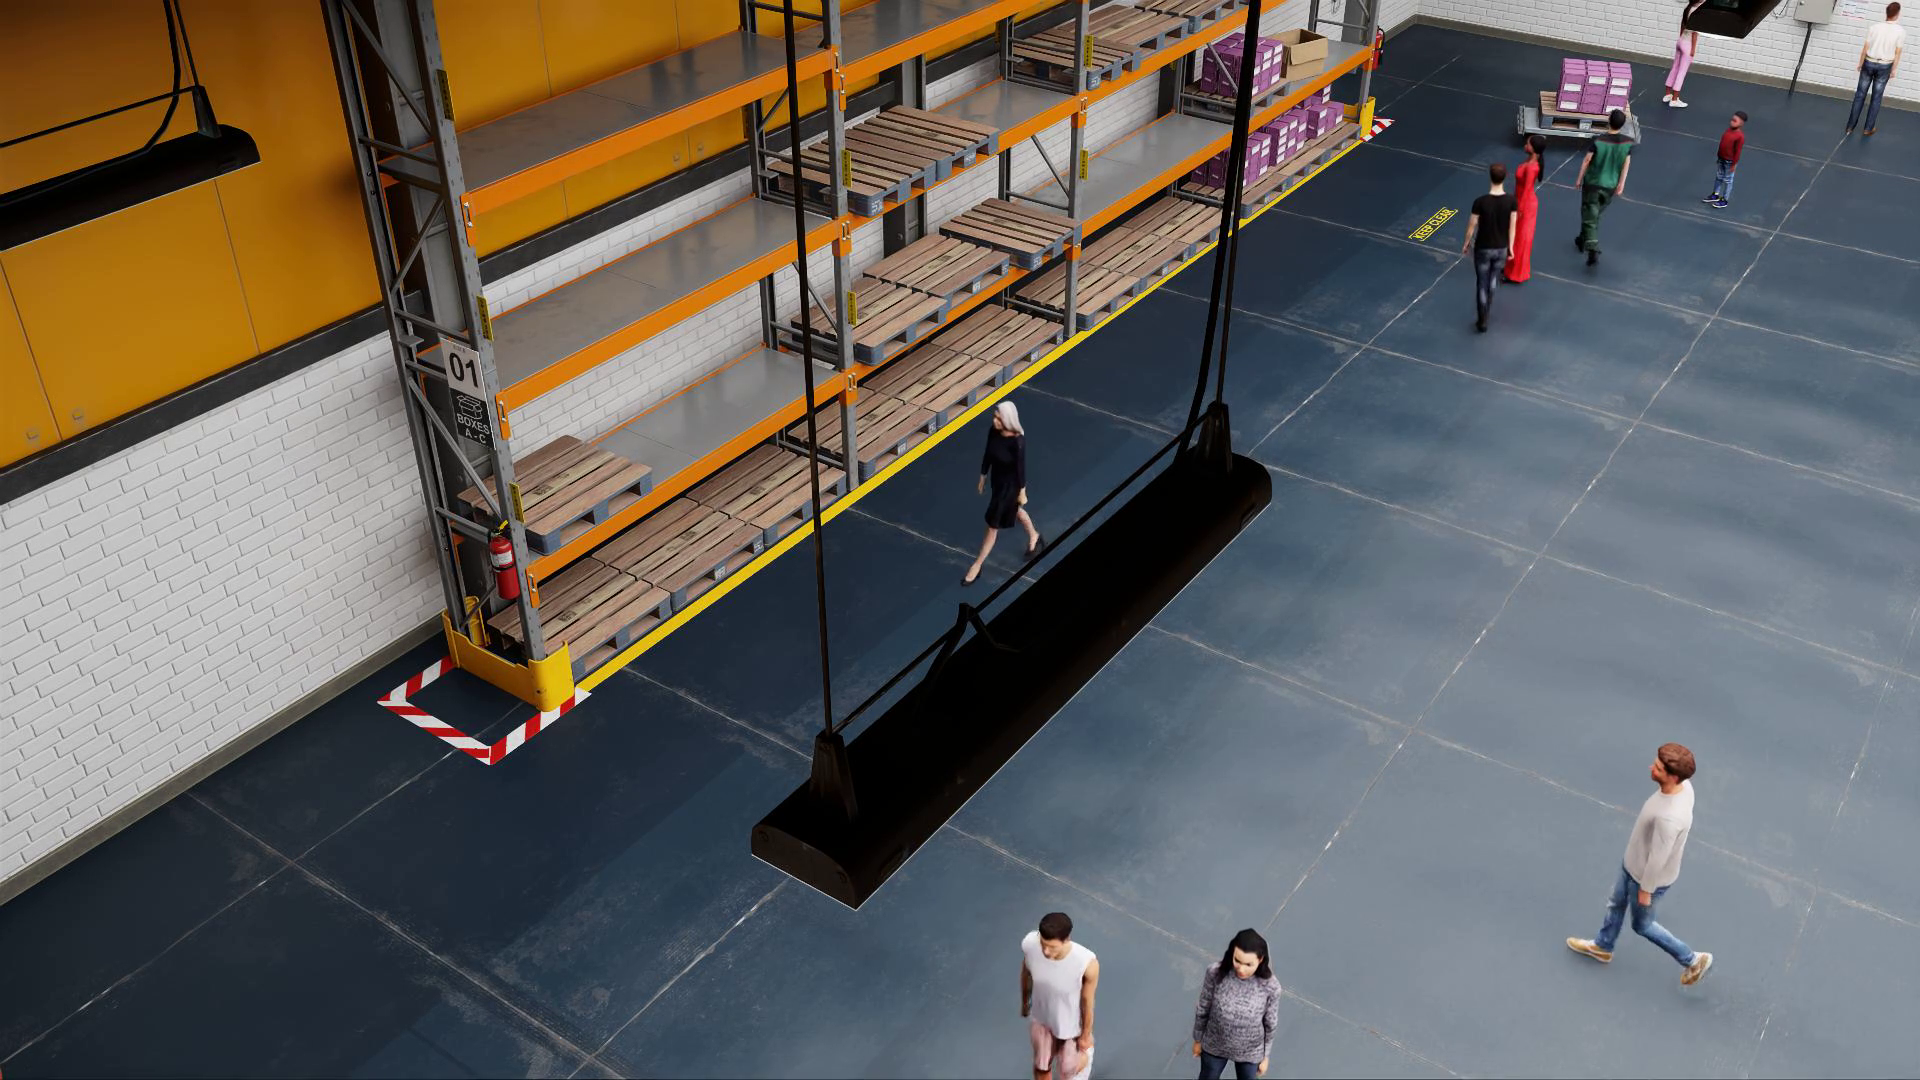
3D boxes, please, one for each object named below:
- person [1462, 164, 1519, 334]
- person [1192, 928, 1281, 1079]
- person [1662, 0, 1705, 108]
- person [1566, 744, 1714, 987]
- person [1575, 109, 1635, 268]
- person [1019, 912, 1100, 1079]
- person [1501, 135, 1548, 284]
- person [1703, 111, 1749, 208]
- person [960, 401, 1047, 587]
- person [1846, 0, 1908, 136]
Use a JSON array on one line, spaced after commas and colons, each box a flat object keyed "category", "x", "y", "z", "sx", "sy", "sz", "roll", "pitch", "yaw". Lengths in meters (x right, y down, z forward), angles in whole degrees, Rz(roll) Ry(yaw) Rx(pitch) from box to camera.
[{"category": "person", "x": 5.905, "y": -3.195, "z": 18.481, "sx": 0.936, "sy": 1.871, "sz": 1.024, "roll": 2, "pitch": 34, "yaw": 4}, {"category": "person", "x": 1.569, "y": 2.859, "z": 9.497, "sx": 0.667, "sy": 1.733, "sz": 0.628, "roll": 10, "pitch": 35, "yaw": 14}, {"category": "person", "x": 10.872, "y": -7.395, "z": 24.916, "sx": 0.714, "sy": 1.741, "sz": 0.637, "roll": -3, "pitch": 34, "yaw": -4}, {"category": "person", "x": 4.450, "y": 2.098, "z": 10.512, "sx": 0.869, "sy": 1.877, "sz": 1.085, "roll": 14, "pitch": 36, "yaw": 20}, {"category": "person", "x": 7.716, "y": -4.200, "z": 19.997, "sx": 1.144, "sy": 1.865, "sz": 1.298, "roll": -1, "pitch": 34, "yaw": -2}, {"category": "person", "x": 0.625, "y": 2.719, "z": 9.684, "sx": 0.704, "sy": 1.759, "sz": 0.911, "roll": 21, "pitch": 39, "yaw": 28}, {"category": "person", "x": 6.677, "y": -3.904, "z": 19.625, "sx": 0.771, "sy": 1.786, "sz": 0.644, "roll": 11, "pitch": 35, "yaw": 15}, {"category": "person", "x": 10.059, "y": -4.997, "z": 21.749, "sx": 0.632, "sy": 1.255, "sz": 0.579, "roll": -8, "pitch": 34, "yaw": -11}, {"category": "person", "x": 0.458, "y": -0.448, "z": 14.513, "sx": 1.261, "sy": 1.687, "sz": 0.863, "roll": -23, "pitch": 40, "yaw": -30}, {"category": "person", "x": 13.158, "y": -6.772, "z": 23.881, "sx": 0.658, "sy": 1.850, "sz": 0.545, "roll": 21, "pitch": 39, "yaw": 28}]
